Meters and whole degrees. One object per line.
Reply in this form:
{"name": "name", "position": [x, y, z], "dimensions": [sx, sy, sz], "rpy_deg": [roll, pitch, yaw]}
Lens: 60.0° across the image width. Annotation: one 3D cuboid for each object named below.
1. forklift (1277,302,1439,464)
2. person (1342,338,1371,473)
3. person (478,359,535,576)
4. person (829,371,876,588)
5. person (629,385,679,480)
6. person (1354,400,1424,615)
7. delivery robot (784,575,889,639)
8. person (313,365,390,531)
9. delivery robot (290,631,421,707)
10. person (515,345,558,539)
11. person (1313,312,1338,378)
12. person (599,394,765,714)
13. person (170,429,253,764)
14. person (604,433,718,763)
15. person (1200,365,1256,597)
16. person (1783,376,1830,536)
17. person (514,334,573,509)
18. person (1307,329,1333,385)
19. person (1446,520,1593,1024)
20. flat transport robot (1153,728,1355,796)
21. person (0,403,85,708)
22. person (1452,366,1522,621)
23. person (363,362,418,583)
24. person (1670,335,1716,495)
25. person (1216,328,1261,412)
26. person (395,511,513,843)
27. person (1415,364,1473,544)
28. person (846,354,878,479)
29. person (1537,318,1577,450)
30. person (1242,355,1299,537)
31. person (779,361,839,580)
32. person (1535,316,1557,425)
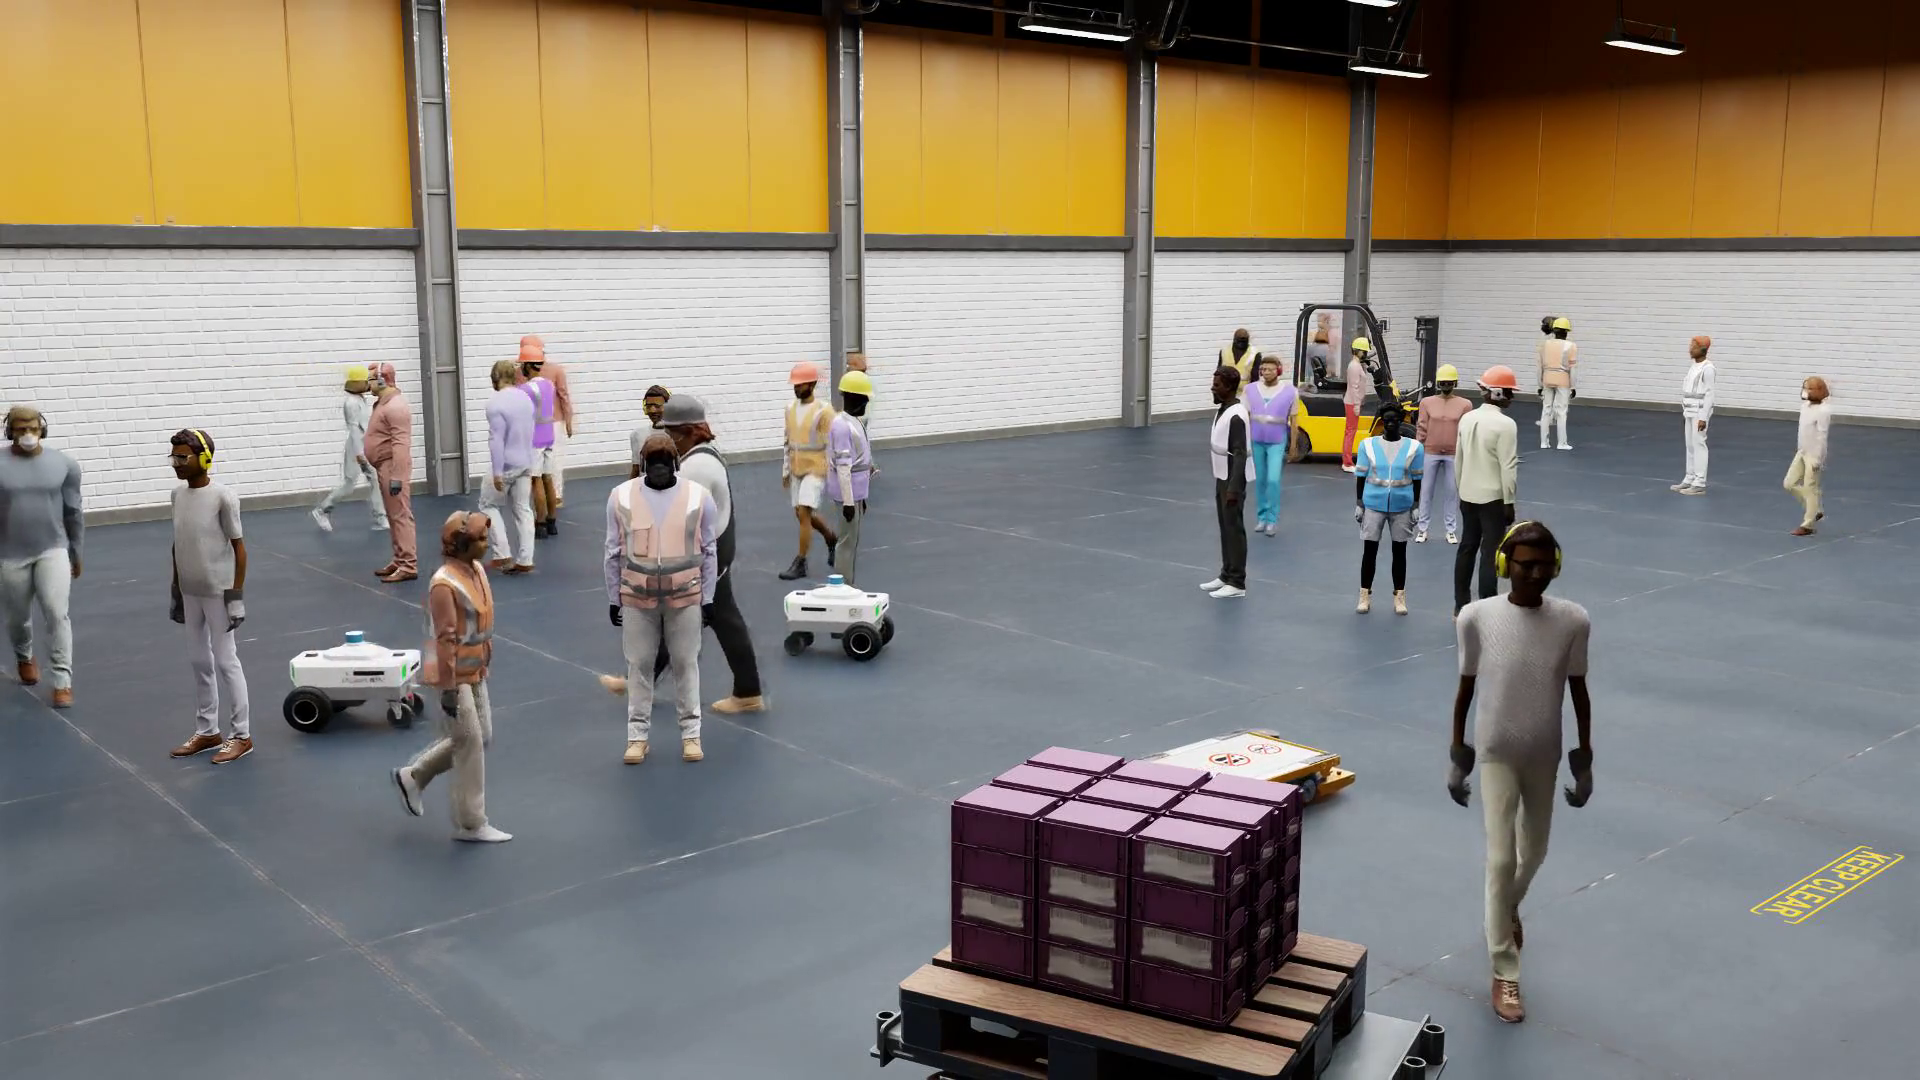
{"name": "forklift", "position": [5.320, -2.157, 22.763], "dimensions": [2.313, 2.155, 1.214], "rpy_deg": [3, 10, 16]}
{"name": "person", "position": [5.165, -1.754, 21.684], "dimensions": [0.327, 1.760, 0.523], "rpy_deg": [2, 10, 11]}
{"name": "person", "position": [-3.996, -0.633, 14.664], "dimensions": [0.584, 1.910, 0.642], "rpy_deg": [4, 10, 22]}
{"name": "person", "position": [-0.841, -0.368, 13.081], "dimensions": [0.369, 1.925, 0.586], "rpy_deg": [1, 10, 4]}
{"name": "person", "position": [-2.220, -0.221, 12.382], "dimensions": [0.532, 1.871, 0.321], "rpy_deg": [1, 10, 3]}
{"name": "person", "position": [3.365, -0.254, 13.083], "dimensions": [0.535, 1.697, 0.318], "rpy_deg": [2, 10, 12]}
{"name": "delivery robot", "position": [-0.877, 0.490, 11.784], "dimensions": [0.707, 0.478, 0.477], "rpy_deg": [2, 10, 10]}
{"name": "person", "position": [-6.207, -0.929, 16.989], "dimensions": [0.789, 1.713, 0.484], "rpy_deg": [0, 10, 0]}
{"name": "delivery robot", "position": [-3.632, 0.792, 10.016], "dimensions": [0.707, 0.478, 0.477], "rpy_deg": [-1, 10, -3]}
{"name": "person", "position": [-4.240, -0.975, 16.594], "dimensions": [0.362, 1.938, 0.545], "rpy_deg": [2, 10, 12]}
{"name": "person", "position": [6.306, -2.991, 28.586], "dimensions": [0.891, 1.869, 0.636], "rpy_deg": [-1, 10, -4]}
{"name": "person", "position": [-1.707, 0.068, 10.189], "dimensions": [1.049, 2.000, 0.691], "rpy_deg": [-2, 10, -9]}
{"name": "person", "position": [-4.209, 0.312, 9.270], "dimensions": [0.532, 1.865, 0.316], "rpy_deg": [4, 11, 23]}
{"name": "person", "position": [-1.658, 0.325, 9.262], "dimensions": [0.627, 1.845, 0.429], "rpy_deg": [-1, 10, -7]}
{"name": "person", "position": [2.239, -0.482, 13.767], "dimensions": [0.395, 1.919, 0.590], "rpy_deg": [0, 10, -2]}
{"name": "person", "position": [8.516, -0.839, 16.704], "dimensions": [0.352, 1.619, 0.528], "rpy_deg": [0, 10, 1]}
{"name": "person", "position": [-4.659, -1.319, 18.575], "dimensions": [0.630, 1.950, 0.685], "rpy_deg": [3, 10, 17]}
{"name": "person", "position": [5.941, -2.708, 27.668], "dimensions": [0.515, 1.618, 0.515], "rpy_deg": [-8, 12, -39]}
{"name": "person", "position": [2.153, 0.816, 6.413], "dimensions": [0.536, 1.841, 0.887], "rpy_deg": [1, 10, 5]}
{"name": "flat transport robot", "position": [1.334, 1.235, 8.527], "dimensions": [1.431, 0.197, 0.652], "rpy_deg": [-8, 13, -41]}
{"name": "person", "position": [-5.905, 0.072, 10.582], "dimensions": [0.631, 1.909, 0.910], "rpy_deg": [-6, 11, -32]}
{"name": "person", "position": [4.022, -0.329, 12.661], "dimensions": [0.396, 1.988, 0.614], "rpy_deg": [-4, 10, -21]}
{"name": "person", "position": [-4.951, -0.587, 14.424], "dimensions": [0.400, 1.905, 0.644], "rpy_deg": [-5, 11, -25]}
{"name": "person", "position": [8.713, -1.477, 19.686], "dimensions": [0.346, 1.883, 0.584], "rpy_deg": [1, 10, 4]}
{"name": "person", "position": [3.903, -2.088, 23.525], "dimensions": [0.683, 1.805, 0.552], "rpy_deg": [3, 10, 19]}
{"name": "person", "position": [-2.467, 0.654, 7.992], "dimensions": [0.553, 1.618, 0.545], "rpy_deg": [1, 10, 5]}
{"name": "person", "position": [4.733, -0.839, 16.300], "dimensions": [0.523, 1.769, 0.316], "rpy_deg": [2, 10, 14]}
{"name": "person", "position": [-1.267, -1.477, 20.430], "dimensions": [0.346, 1.619, 0.526], "rpy_deg": [3, 10, 16]}
{"name": "person", "position": [8.689, -2.265, 24.202], "dimensions": [0.585, 1.920, 0.382], "rpy_deg": [9, 13, 43]}
{"name": "person", "position": [3.079, -0.949, 16.794], "dimensions": [0.588, 1.820, 0.742], "rpy_deg": [5, 11, 26]}
{"name": "person", "position": [-1.294, -0.633, 14.672], "dimensions": [0.557, 1.909, 0.827], "rpy_deg": [8, 12, 38]}
{"name": "person", "position": [9.861, -2.825, 27.739], "dimensions": [0.488, 1.830, 0.634], "rpy_deg": [0, 10, 0]}
